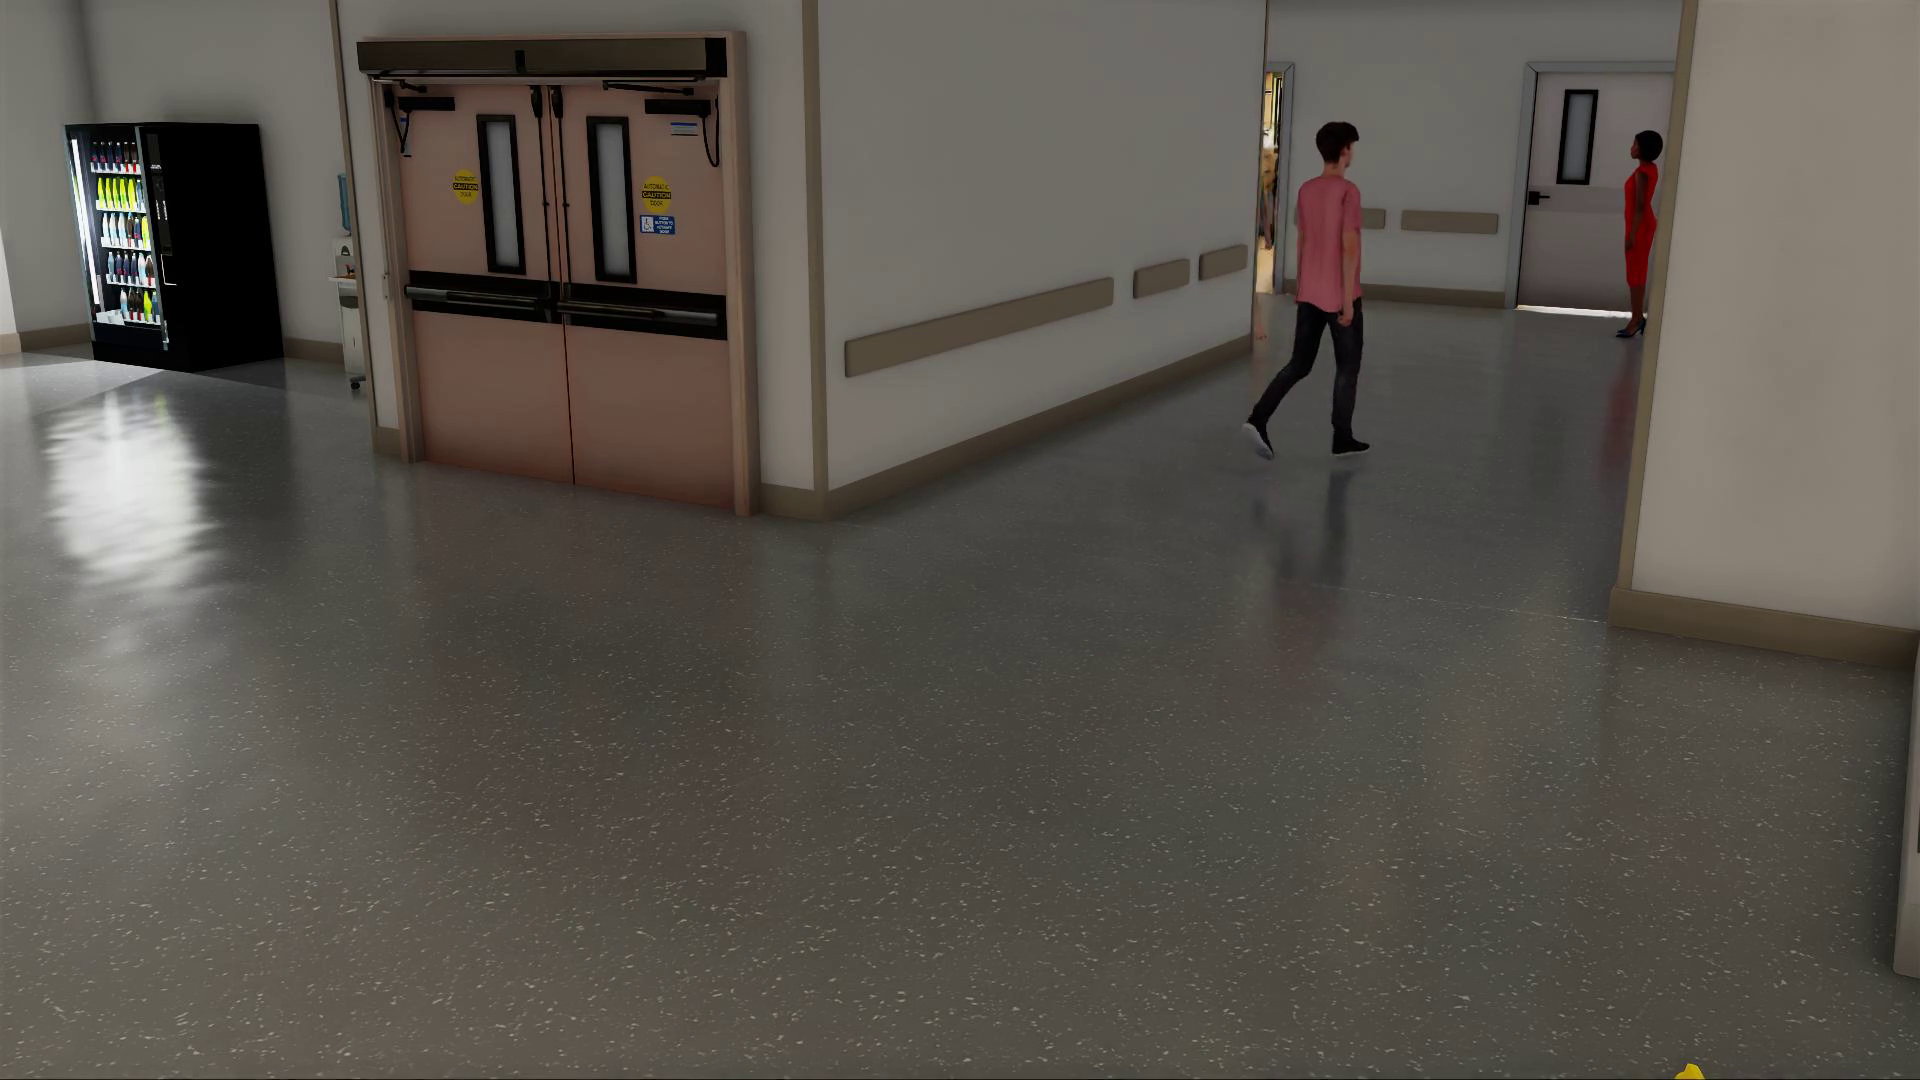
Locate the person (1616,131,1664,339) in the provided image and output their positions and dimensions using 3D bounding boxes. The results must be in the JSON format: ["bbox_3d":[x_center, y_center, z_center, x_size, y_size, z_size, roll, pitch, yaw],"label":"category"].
[{"bbox_3d":[5.833,-2.622,14.287,0.511,1.743,0.583,8,18,26],"label":"person"}]

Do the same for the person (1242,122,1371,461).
[{"bbox_3d":[2.024,-1.374,9.515,1.036,1.930,1.199,-11,19,-33],"label":"person"}]
